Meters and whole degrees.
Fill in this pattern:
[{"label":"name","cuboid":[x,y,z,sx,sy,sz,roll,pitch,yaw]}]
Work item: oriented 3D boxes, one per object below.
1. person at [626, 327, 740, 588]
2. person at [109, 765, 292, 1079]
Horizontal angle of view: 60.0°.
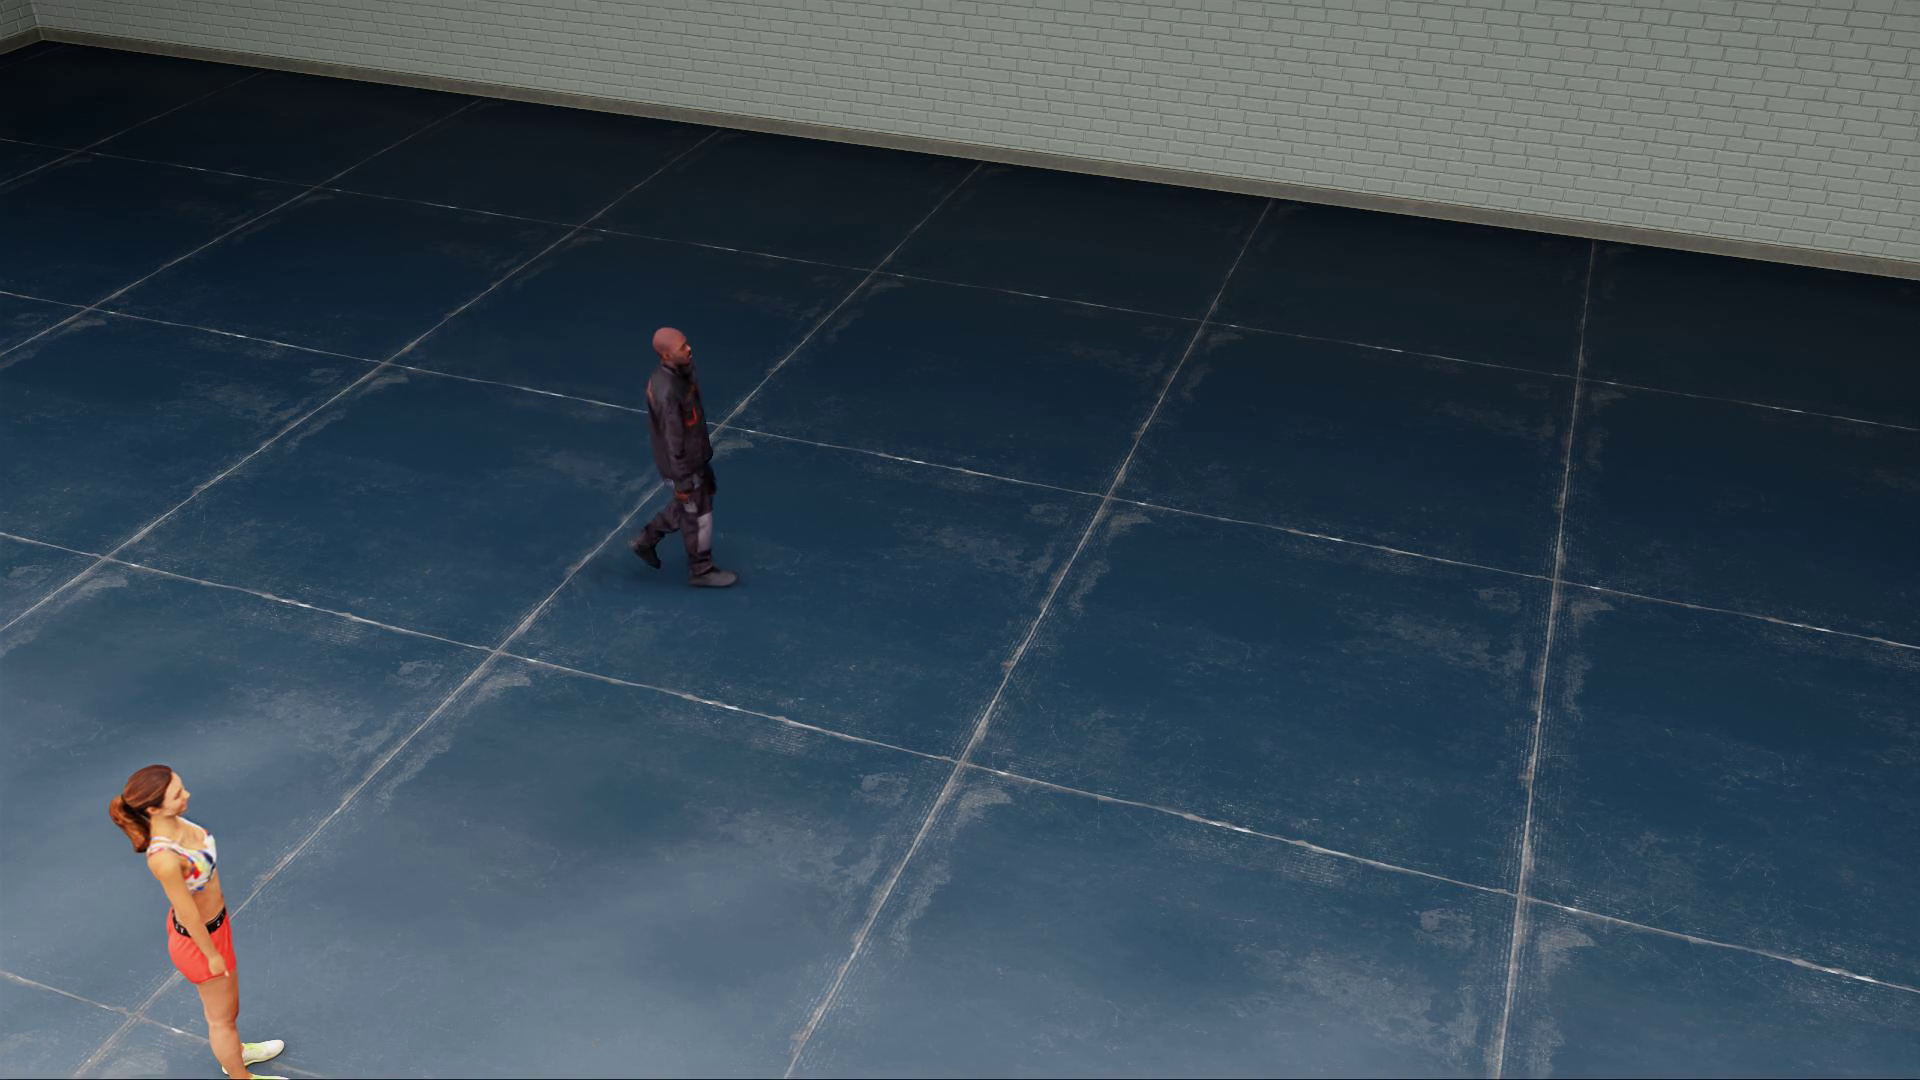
[{"label":"person","cuboid":[-1.798,-0.493,10.236,0.996,1.805,1.004,-3,33,-5]},{"label":"person","cuboid":[-3.173,1.650,6.953,0.738,1.791,0.678,-14,36,-21]}]
